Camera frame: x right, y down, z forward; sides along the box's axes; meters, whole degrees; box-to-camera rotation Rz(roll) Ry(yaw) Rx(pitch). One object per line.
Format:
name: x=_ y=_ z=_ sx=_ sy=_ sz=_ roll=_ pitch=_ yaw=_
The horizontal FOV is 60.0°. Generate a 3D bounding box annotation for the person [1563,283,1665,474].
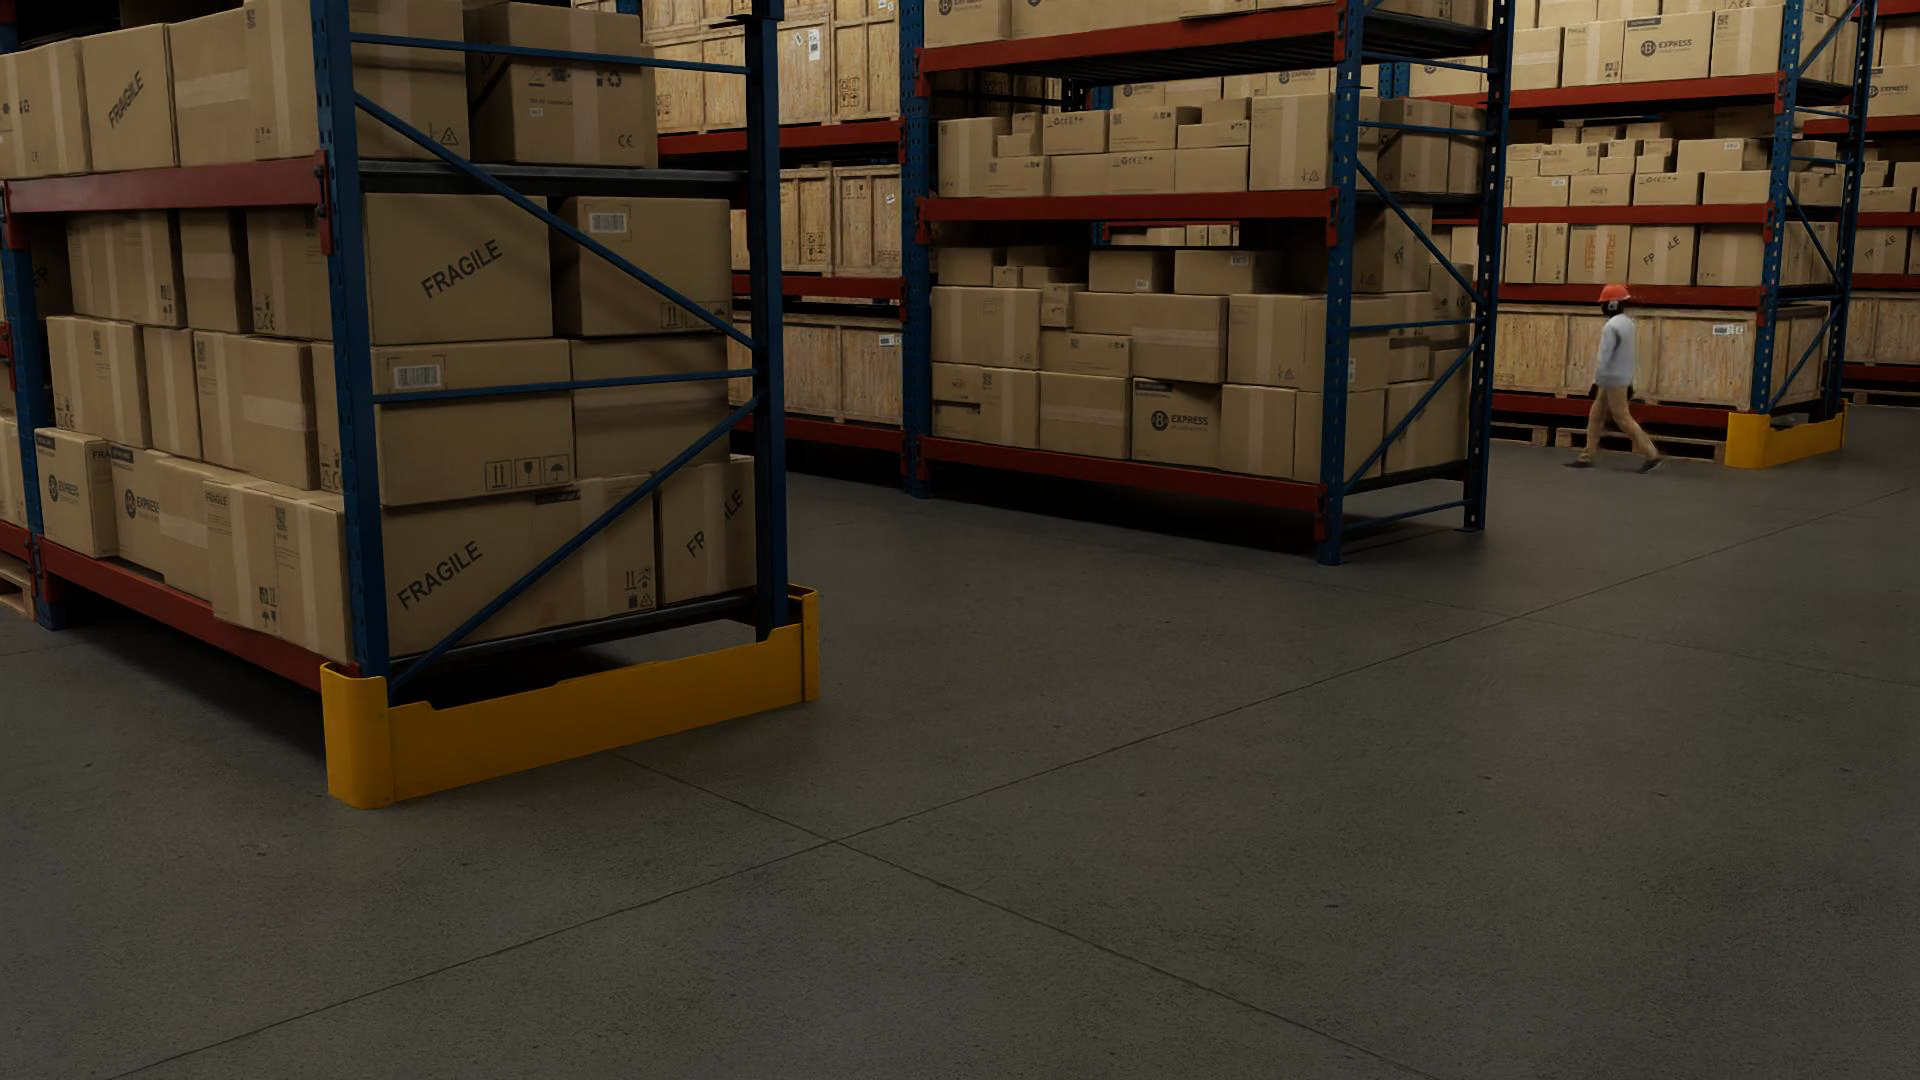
person: x=5.954 y=-1.453 z=14.979 sx=0.877 sy=1.713 sz=0.568 roll=7 pitch=12 yaw=33

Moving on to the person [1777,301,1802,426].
person: x=8.986 y=-2.076 z=18.092 sx=0.634 sy=1.804 sz=0.843 roll=-8 pitch=13 yaw=-37
